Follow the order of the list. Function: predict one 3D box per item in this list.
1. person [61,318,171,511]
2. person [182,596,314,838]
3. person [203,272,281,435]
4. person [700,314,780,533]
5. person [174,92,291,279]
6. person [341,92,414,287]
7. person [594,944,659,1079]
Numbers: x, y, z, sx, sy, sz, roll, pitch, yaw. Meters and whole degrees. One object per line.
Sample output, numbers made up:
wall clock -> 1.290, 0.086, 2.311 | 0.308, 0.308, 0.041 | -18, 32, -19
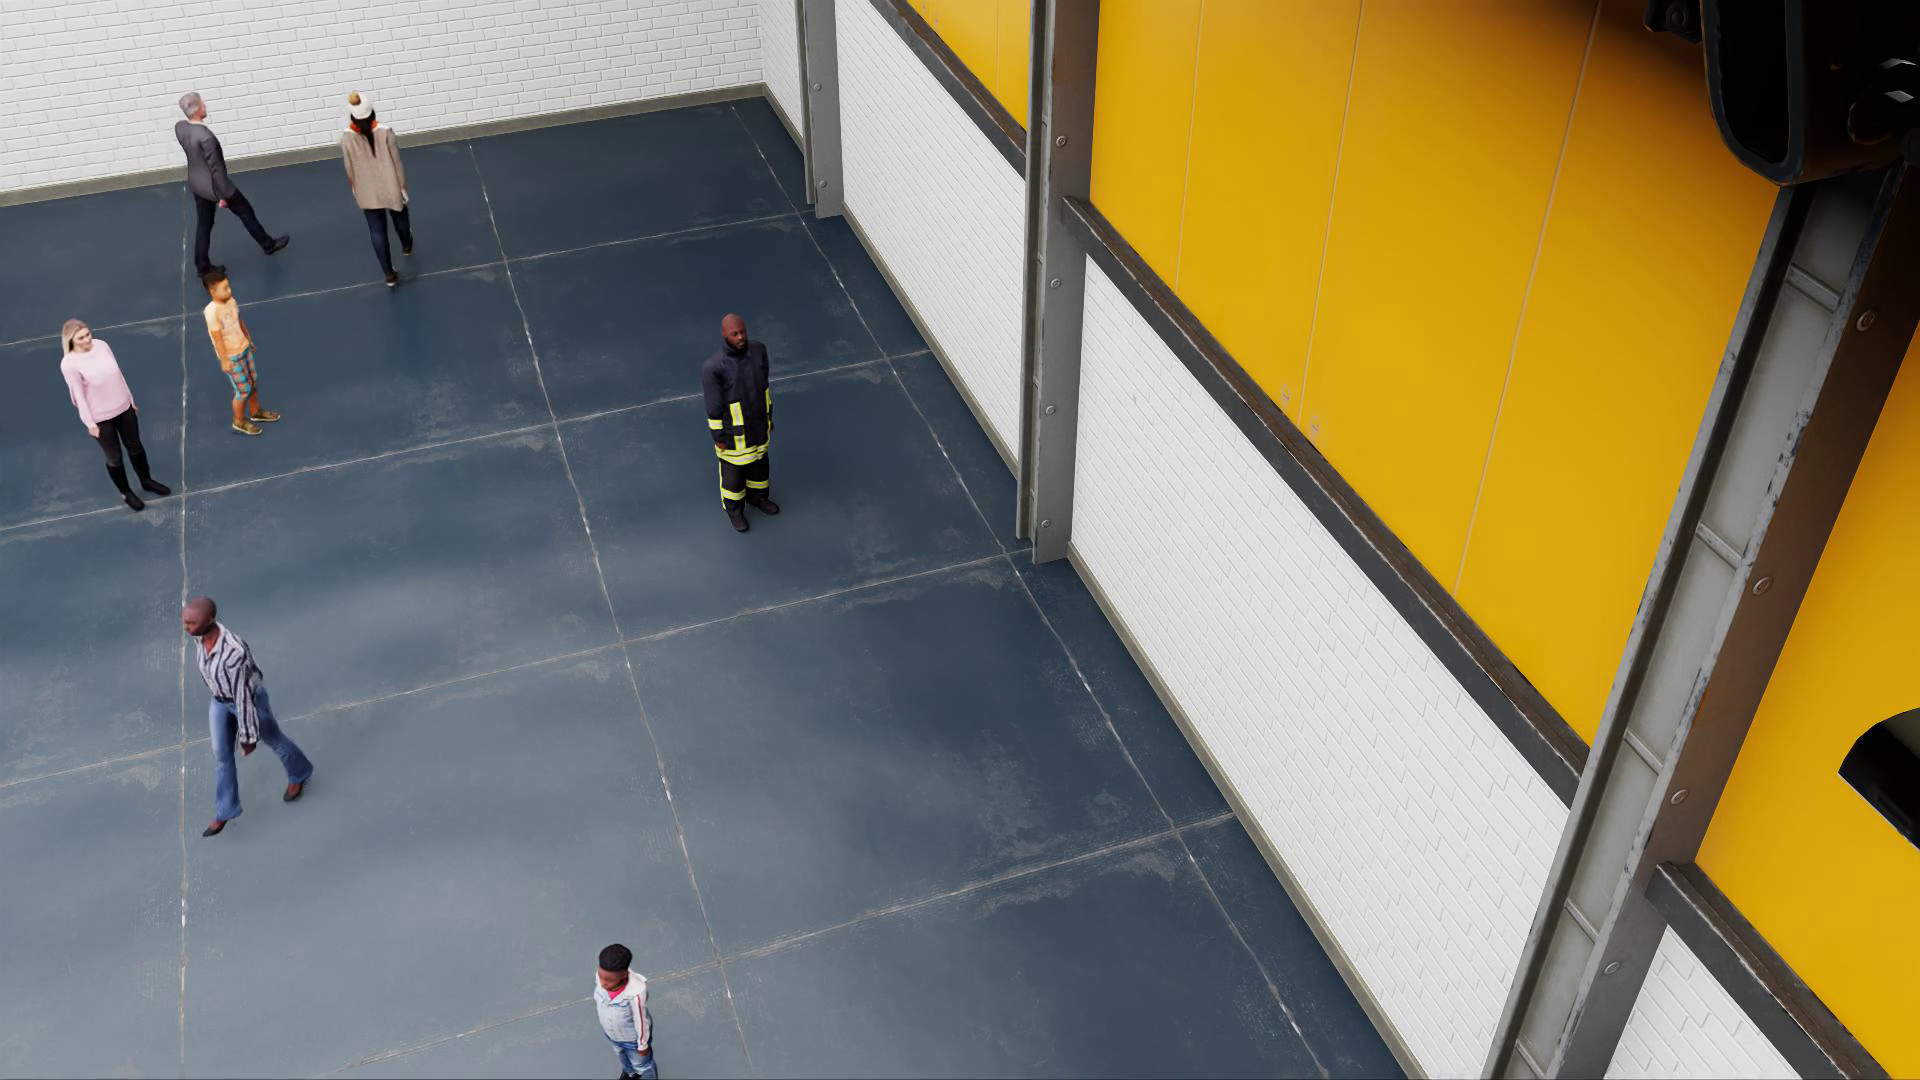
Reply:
person -> -6.646, -1.005, 12.951 | 0.747, 1.685, 0.689 | 17, 42, 20
person -> -4.395, 1.001, 10.373 | 1.056, 1.767, 1.084 | 18, 42, 22
person -> -6.055, -1.556, 13.822 | 0.699, 1.458, 0.604 | 5, 39, 7
person -> -1.685, -0.939, 12.759 | 0.838, 1.822, 0.809 | -28, 47, -31
person -> -7.156, -3.326, 15.775 | 1.235, 1.788, 1.232 | 21, 43, 24
person -> -5.489, -3.283, 15.676 | 0.840, 1.844, 1.206 | -6, 39, -8
person -> -1.763, 2.560, 8.827 | 0.553, 1.261, 0.625 | 24, 45, 27
